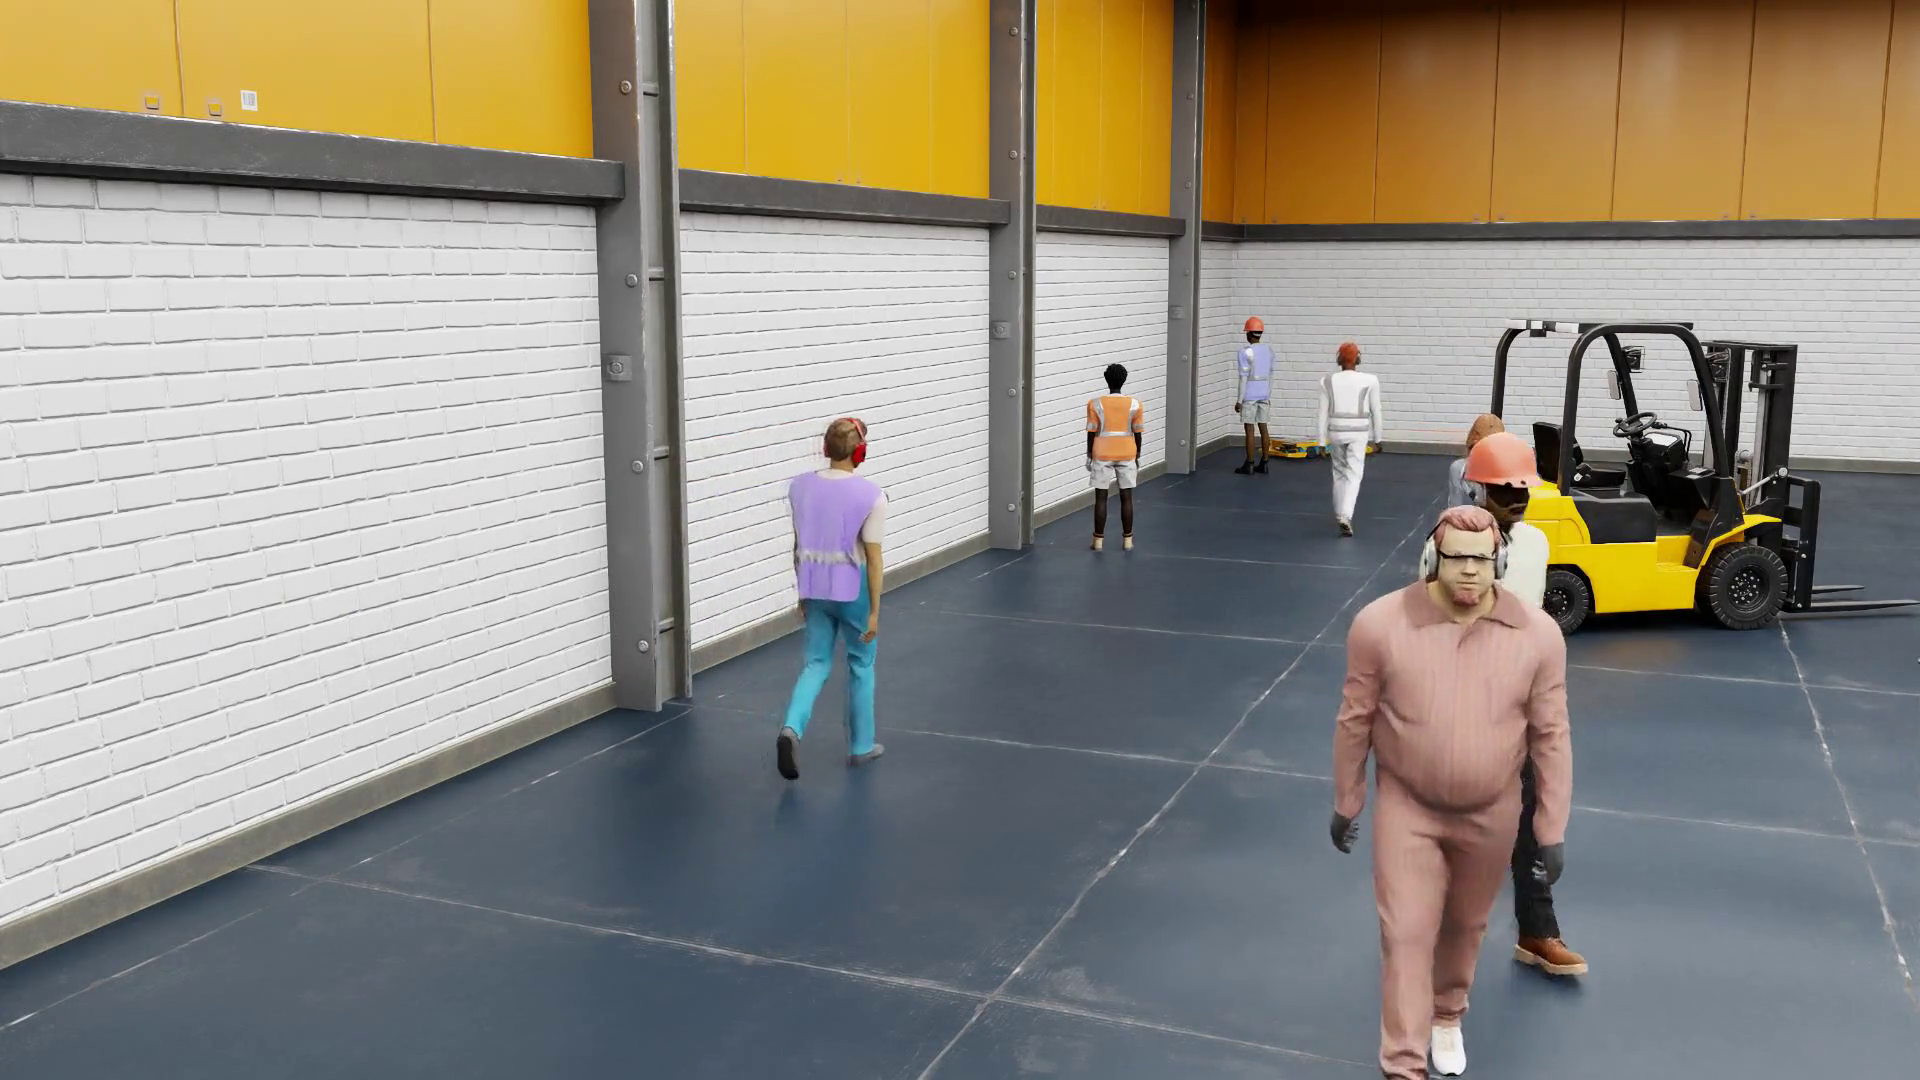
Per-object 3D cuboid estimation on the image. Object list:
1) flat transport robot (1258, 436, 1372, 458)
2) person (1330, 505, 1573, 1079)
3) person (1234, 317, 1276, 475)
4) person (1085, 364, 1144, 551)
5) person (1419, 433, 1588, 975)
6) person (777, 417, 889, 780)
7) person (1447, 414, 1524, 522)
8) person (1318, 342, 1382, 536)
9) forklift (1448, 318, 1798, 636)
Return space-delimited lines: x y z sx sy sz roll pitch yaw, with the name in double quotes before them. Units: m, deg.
"flat transport robot" 4.805 -1.271 22.492 1.431 0.197 0.652 -5 11 -27
"person" 1.478 0.827 4.982 0.682 1.855 0.988 1 9 7
"person" 3.609 -1.769 20.466 0.542 1.939 0.369 -5 11 -29
"person" 1.388 -0.738 14.978 0.535 1.691 0.319 -1 9 -5
"person" 1.973 0.600 6.034 0.642 1.956 0.886 -4 10 -24
"person" -0.640 0.295 8.323 0.577 1.820 0.768 4 10 23
"person" 3.329 0.013 10.591 0.509 1.632 0.266 -1 9 -5
"person" 3.714 -0.974 15.958 0.583 1.849 0.944 4 10 24
"forklift" 4.706 -0.497 11.990 2.313 2.155 1.214 -2 10 -10
